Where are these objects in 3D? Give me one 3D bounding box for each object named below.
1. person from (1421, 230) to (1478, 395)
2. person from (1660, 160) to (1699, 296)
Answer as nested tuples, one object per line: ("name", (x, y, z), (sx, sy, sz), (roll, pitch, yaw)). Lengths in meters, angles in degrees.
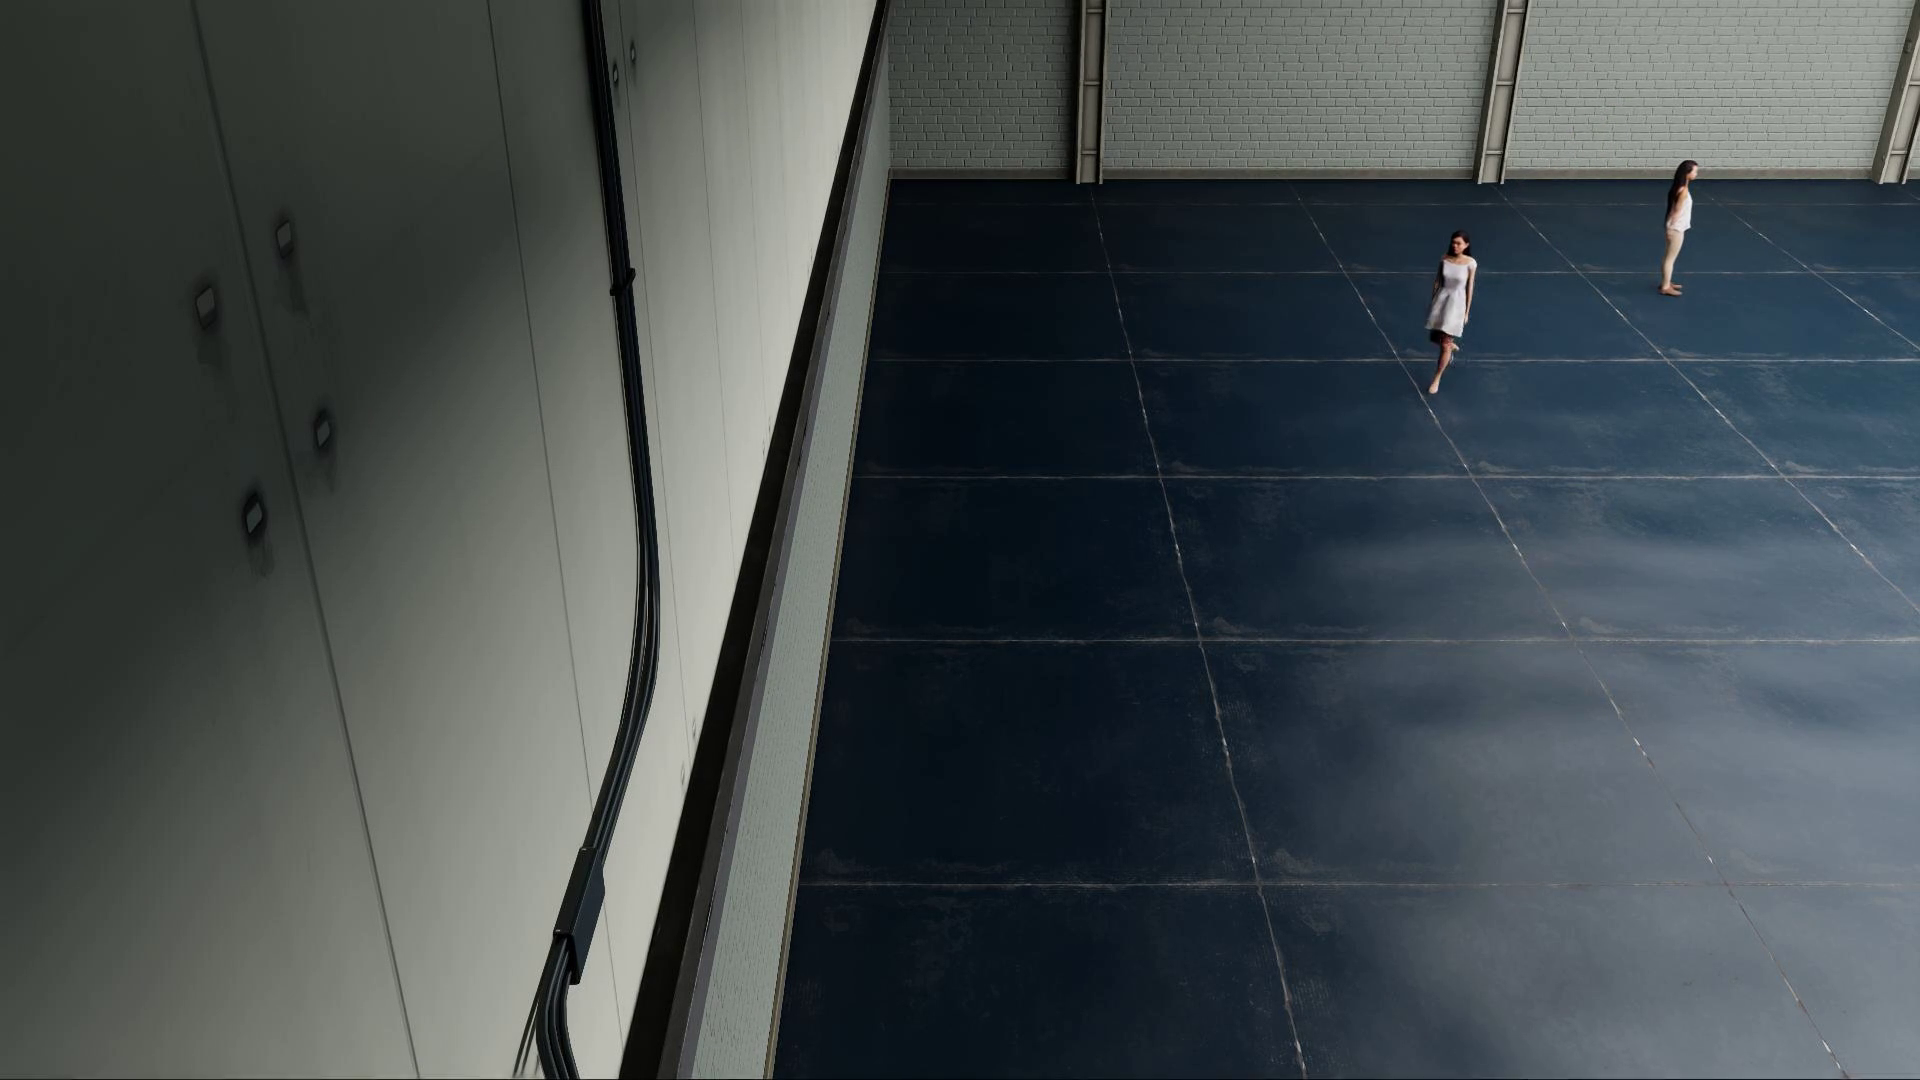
("person", (5.191, -2.419, 17.519), (0.965, 1.757, 0.984), (19, 33, 31))
("person", (8.702, -3.806, 20.234), (0.673, 1.652, 0.608), (5, 28, 10))
